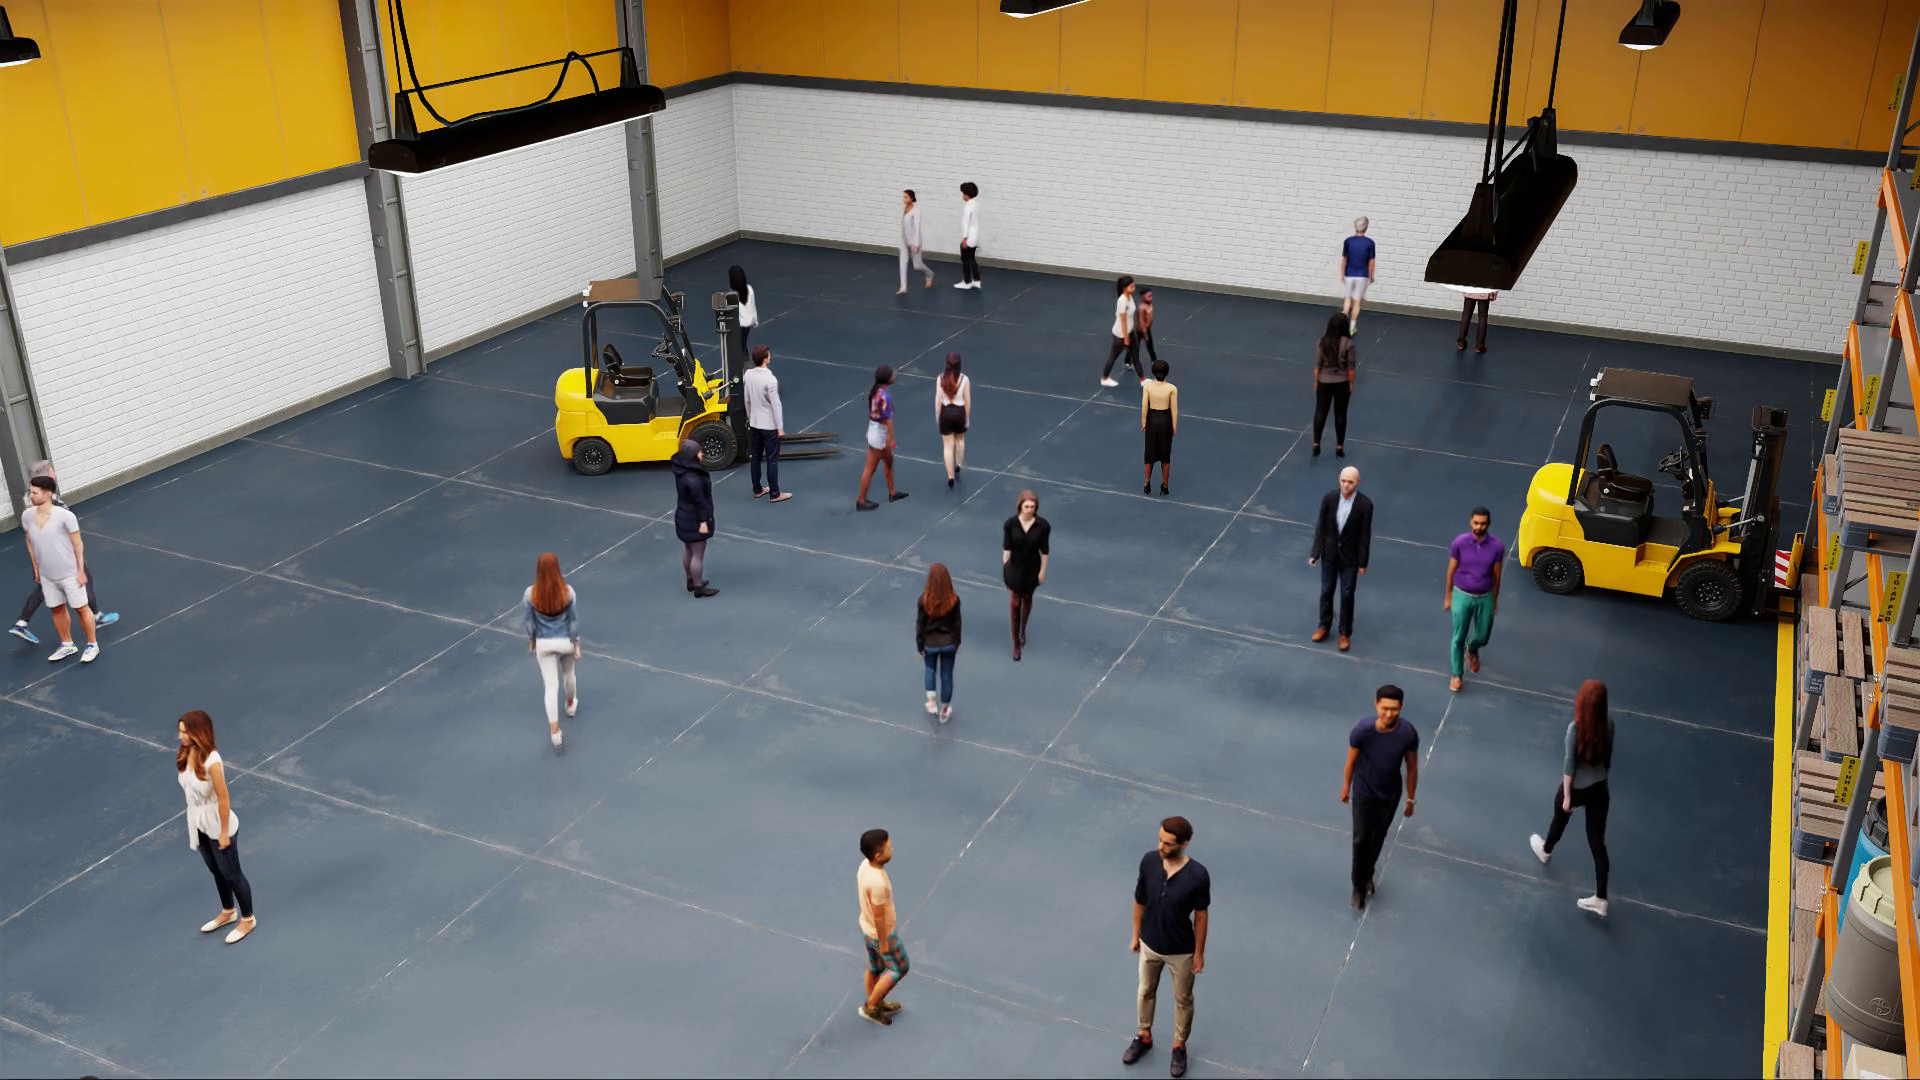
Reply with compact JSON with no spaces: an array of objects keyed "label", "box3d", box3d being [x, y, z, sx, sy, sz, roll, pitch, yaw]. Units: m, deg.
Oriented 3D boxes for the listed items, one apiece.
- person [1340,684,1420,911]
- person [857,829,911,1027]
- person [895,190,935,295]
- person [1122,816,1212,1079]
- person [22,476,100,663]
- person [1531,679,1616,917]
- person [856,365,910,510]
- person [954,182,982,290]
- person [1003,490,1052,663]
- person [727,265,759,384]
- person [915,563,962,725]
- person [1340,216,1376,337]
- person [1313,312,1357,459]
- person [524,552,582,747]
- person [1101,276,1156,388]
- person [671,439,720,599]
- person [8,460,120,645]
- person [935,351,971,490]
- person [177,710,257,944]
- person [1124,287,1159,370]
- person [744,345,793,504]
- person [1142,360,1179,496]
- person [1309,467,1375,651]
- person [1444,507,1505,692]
[{"label":"person","box3d":[3.038,1.790,12.120,0.787,1.776,0.839,2,24,5]},{"label":"person","box3d":[-0.593,2.537,10.811,0.722,1.456,0.663,-8,25,-18]},{"label":"person","box3d":[-0.750,-4.952,27.624,0.846,1.711,1.122,21,31,39]},{"label":"person","box3d":[1.305,2.505,10.386,0.630,1.856,0.523,12,26,25]},{"label":"person","box3d":[-8.402,0.255,15.536,0.743,1.854,0.695,3,24,6]},{"label":"person","box3d":[4.546,1.894,12.003,1.094,1.679,1.256,-6,24,-14]},{"label":"person","box3d":[-1.002,-1.142,18.909,0.971,1.711,0.919,-9,25,-19]},{"label":"person","box3d":[0.183,-5.068,27.777,0.701,1.802,0.632,12,26,25]},{"label":"person","box3d":[0.597,0.260,15.752,0.810,1.671,0.953,0,24,1]},{"label":"person","box3d":[-2.985,-2.969,23.117,0.679,1.688,0.796,-22,32,-40]},{"label":"person","box3d":[-0.171,0.928,14.478,0.638,1.468,0.657,0,24,0]},{"label":"person","box3d":[6.014,-3.990,25.282,0.639,1.824,0.597,11,26,24]},{"label":"person","box3d":[4.601,-1.903,20.487,0.638,1.841,0.579,10,26,22]},{"label":"person","box3d":[-3.462,0.954,14.173,1.019,1.664,1.183,-3,24,-8]},{"label":"person","box3d":[2.161,-2.847,22.942,0.690,1.605,0.971,8,25,17]},{"label":"person","box3d":[-2.709,-0.231,16.872,0.837,1.674,0.792,-11,26,-25]},{"label":"person","box3d":[-8.724,0.155,15.847,0.810,1.787,1.242,15,28,30]},{"label":"person","box3d":[-0.085,-1.385,19.574,0.797,1.624,0.960,-1,24,-3]},{"label":"person","box3d":[-5.222,1.988,11.656,0.617,1.785,0.569,15,28,31]},{"label":"person","box3d":[2.549,-3.015,23.809,0.661,1.219,0.836,13,27,28]},{"label":"person","box3d":[-2.267,-1.357,19.224,0.737,1.852,0.684,19,30,37]},{"label":"person","box3d":[2.314,-1.311,19.369,0.614,1.653,0.604,5,24,11]},{"label":"person","box3d":[3.640,0.129,15.890,0.701,1.800,0.635,13,27,27]},{"label":"person","box3d":[4.651,0.498,15.104,0.714,1.753,0.838,6,24,13]}]
